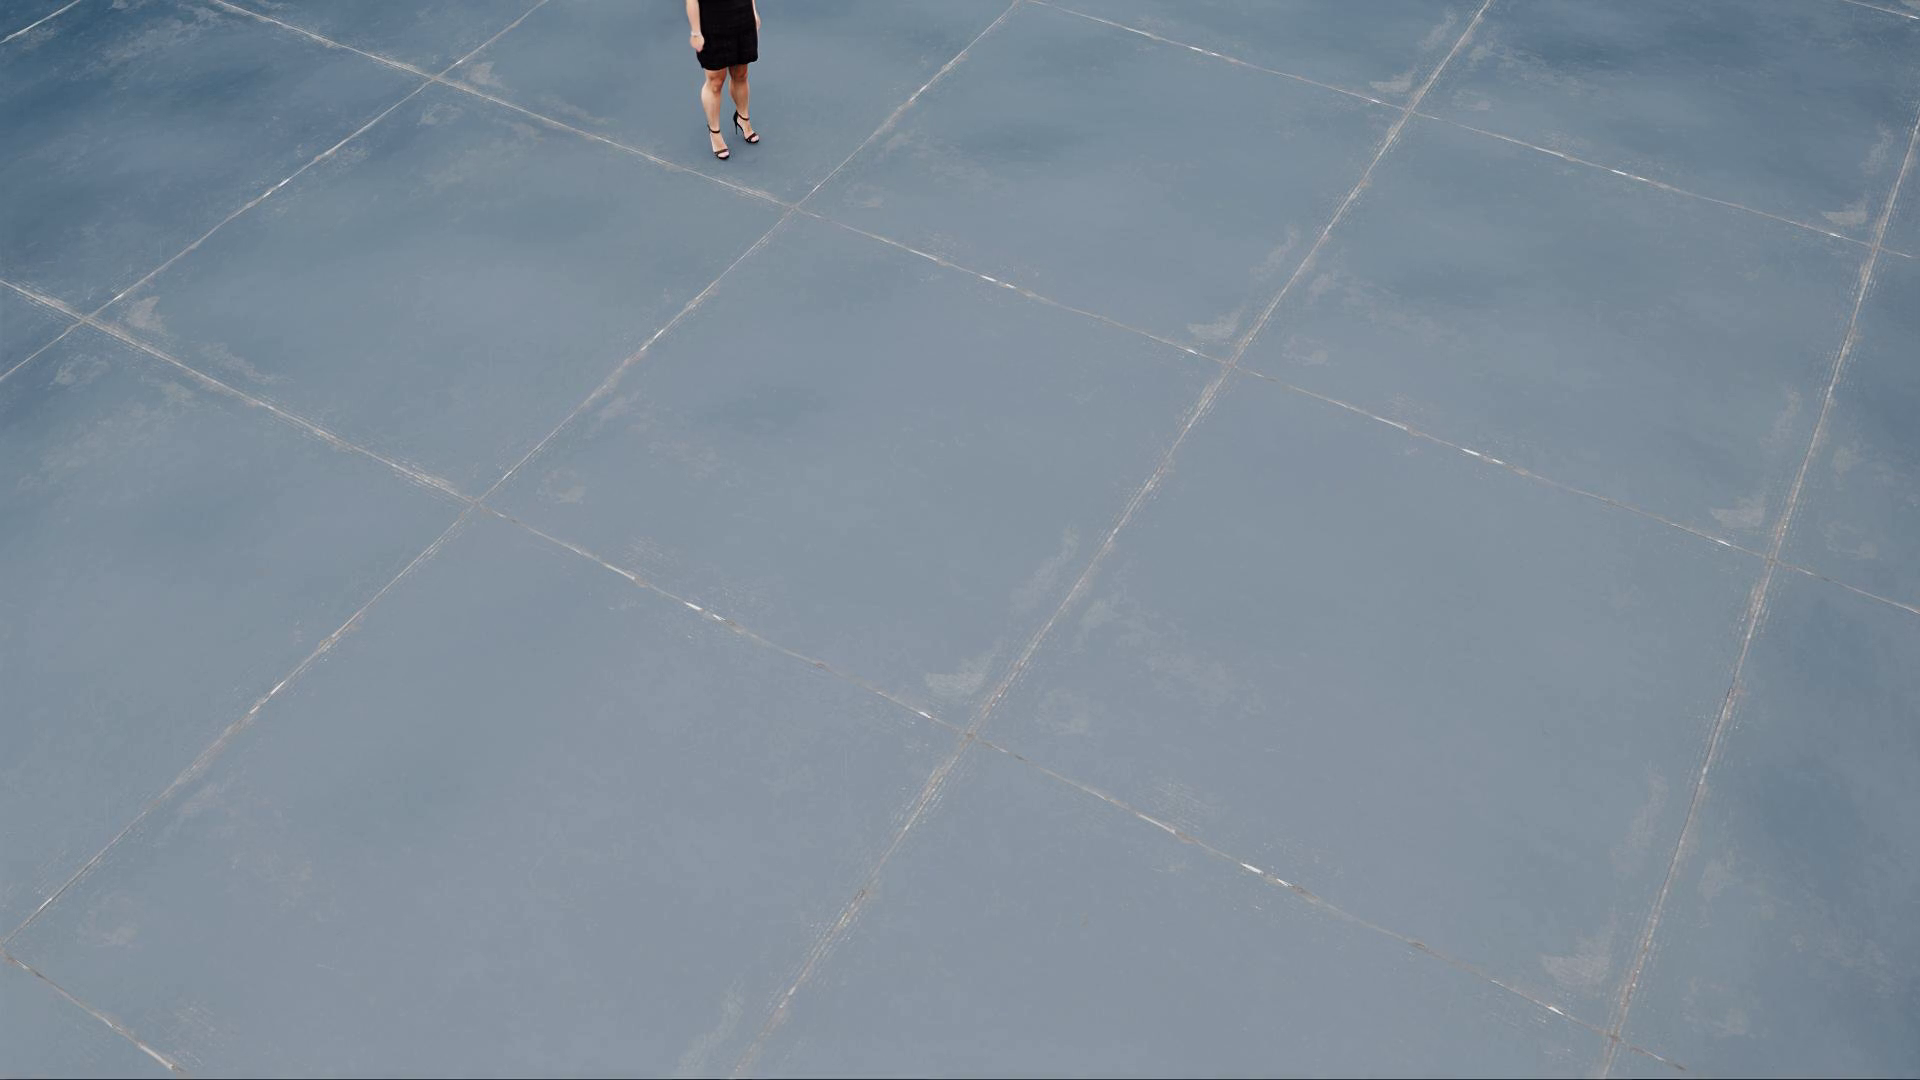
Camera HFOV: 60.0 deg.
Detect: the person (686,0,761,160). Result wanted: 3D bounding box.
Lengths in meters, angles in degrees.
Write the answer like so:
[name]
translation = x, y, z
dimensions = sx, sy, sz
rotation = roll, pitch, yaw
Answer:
[person]
translation = -1.477, -3.192, 10.349
dimensions = 0.723, 1.718, 0.712
rotation = -32, 55, -26
